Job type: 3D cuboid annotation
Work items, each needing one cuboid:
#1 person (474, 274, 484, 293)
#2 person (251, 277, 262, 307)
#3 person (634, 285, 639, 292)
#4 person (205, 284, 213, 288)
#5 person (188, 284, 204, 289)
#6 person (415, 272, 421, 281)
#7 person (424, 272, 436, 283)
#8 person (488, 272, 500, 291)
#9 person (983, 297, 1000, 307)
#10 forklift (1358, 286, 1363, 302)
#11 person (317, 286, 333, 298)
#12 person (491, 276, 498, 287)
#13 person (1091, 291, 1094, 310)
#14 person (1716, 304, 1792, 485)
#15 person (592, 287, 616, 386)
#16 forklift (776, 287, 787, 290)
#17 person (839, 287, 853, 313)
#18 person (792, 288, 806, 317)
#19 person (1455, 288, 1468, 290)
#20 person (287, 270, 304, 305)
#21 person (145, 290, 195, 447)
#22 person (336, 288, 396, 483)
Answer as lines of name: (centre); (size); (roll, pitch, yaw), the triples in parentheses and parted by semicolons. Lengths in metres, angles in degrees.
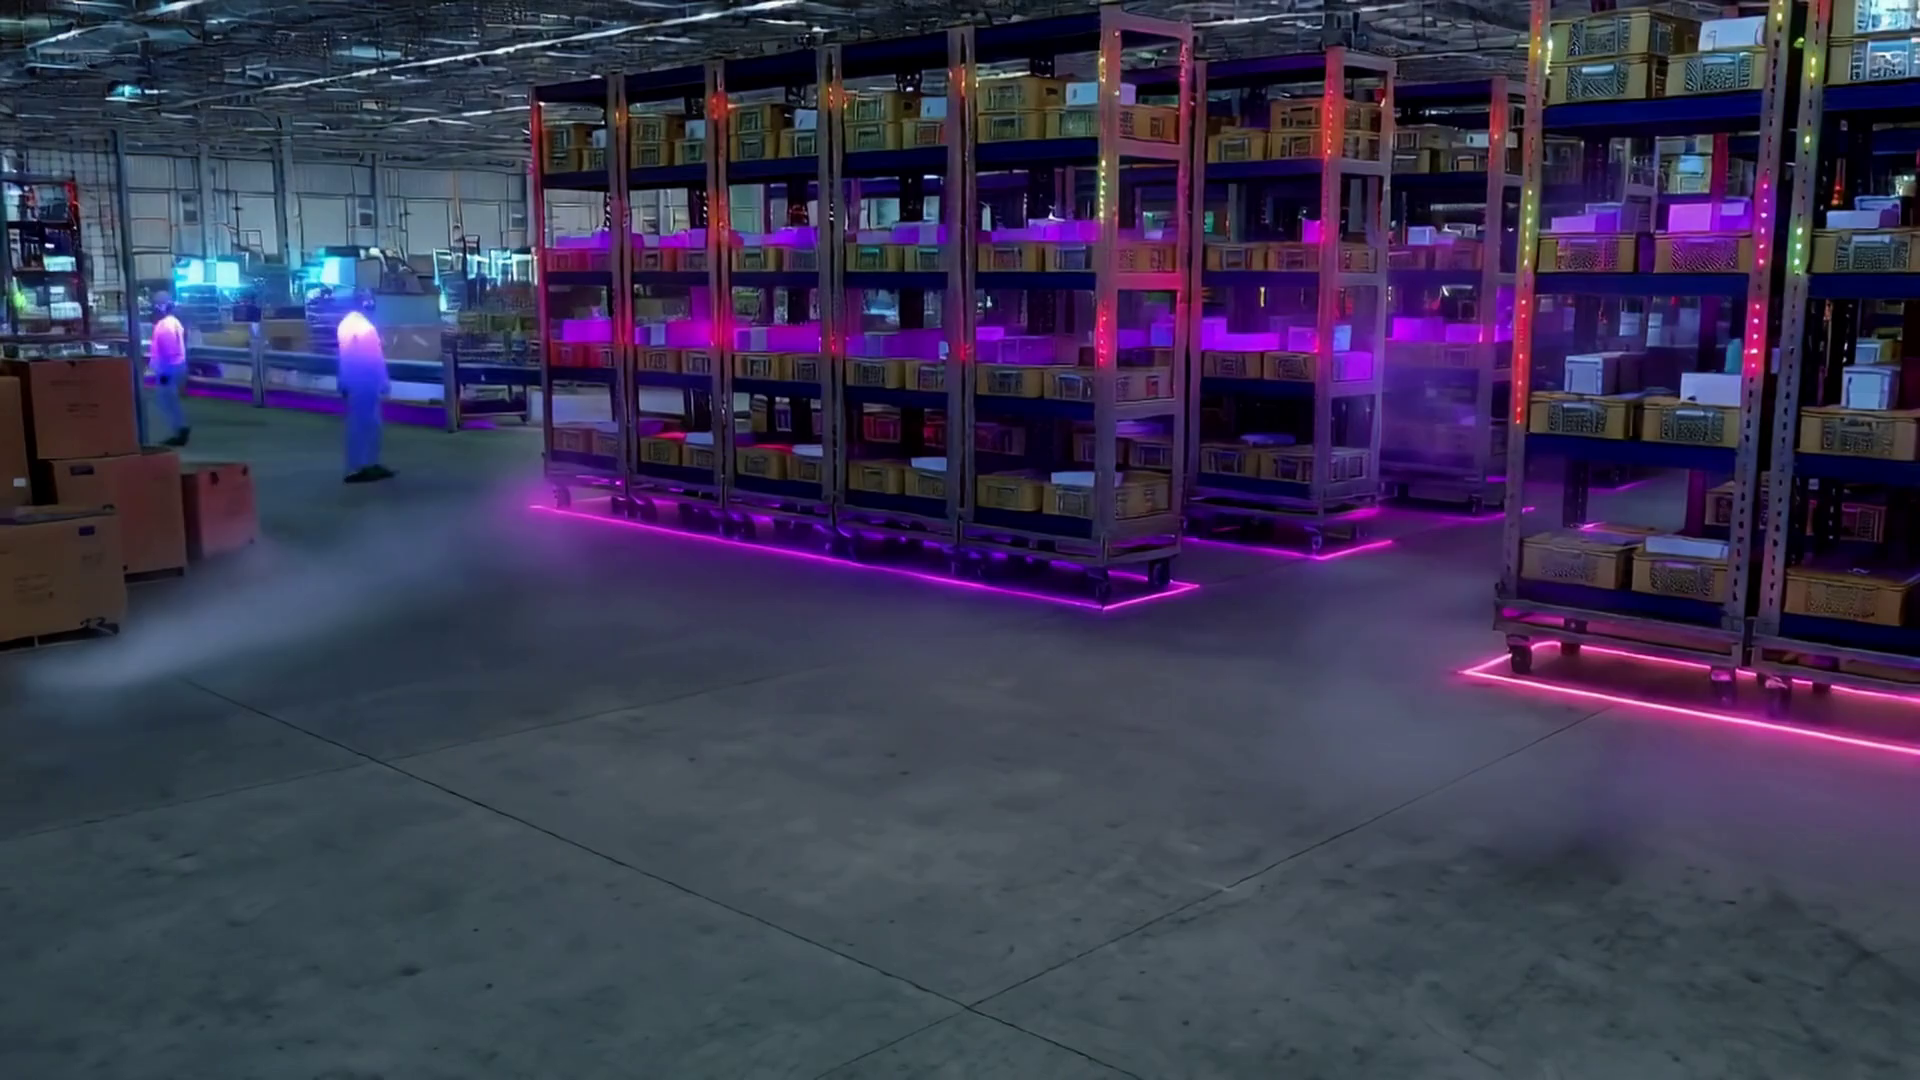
person: (-21.449, -10.925, 74.102); (0.522, 1.845, 0.734); (2, 9, 11)
person: (-27.435, -9.391, 64.934); (0.527, 1.768, 0.314); (4, 10, 21)
person: (-12.610, -9.386, 64.399); (0.560, 1.922, 0.471); (9, 13, 43)
person: (-37.194, -12.202, 82.373); (0.541, 1.696, 0.315); (6, 11, 32)
person: (-26.112, -8.187, 56.849); (0.619, 1.994, 0.381); (2, 10, 14)
person: (-29.952, -13.809, 91.608); (0.617, 1.896, 0.570); (2, 9, 11)
person: (-25.594, -11.933, 80.078); (0.647, 1.902, 0.882); (2, 10, 15)
person: (-23.152, -12.362, 82.678); (0.594, 1.919, 0.387); (0, 9, 1)
person: (0.992, -7.113, 50.554); (0.636, 1.902, 0.406); (4, 10, 22)
forklift: (11.100, -7.017, 46.970); (1.873, 2.768, 1.129); (9, 13, 43)
person: (-23.128, -8.805, 60.497); (1.063, 2.000, 0.681); (6, 11, 35)
person: (-21.974, -11.615, 78.634); (0.323, 1.743, 0.489); (-7, 12, -38)
person: (5.107, -9.200, 63.971); (0.317, 1.695, 0.540); (-2, 9, -13)
person: (6.607, -1.078, 13.875); (0.971, 1.802, 0.576); (-7, 12, -38)
person: (-6.235, -3.596, 29.435); (0.530, 1.761, 0.342); (-1, 9, -6)
forklift: (-7.778, -11.961, 77.278); (1.873, 2.768, 1.129); (9, 13, 43)
person: (-3.175, -6.162, 45.471); (0.537, 1.647, 0.880); (-8, 13, -42)
person: (-4.786, -6.741, 48.526); (0.626, 1.814, 0.531); (-9, 13, -44)
person: (20.698, -10.058, 68.906); (0.646, 1.794, 0.979); (9, 13, 43)
person: (-18.797, -6.622, 47.094); (0.607, 2.048, 0.370); (3, 10, 20)
person: (-9.168, -1.966, 19.242); (0.418, 1.820, 0.626); (-3, 10, -16)
person: (-5.730, -1.498, 16.196); (0.706, 1.884, 0.667); (-7, 11, -36)
